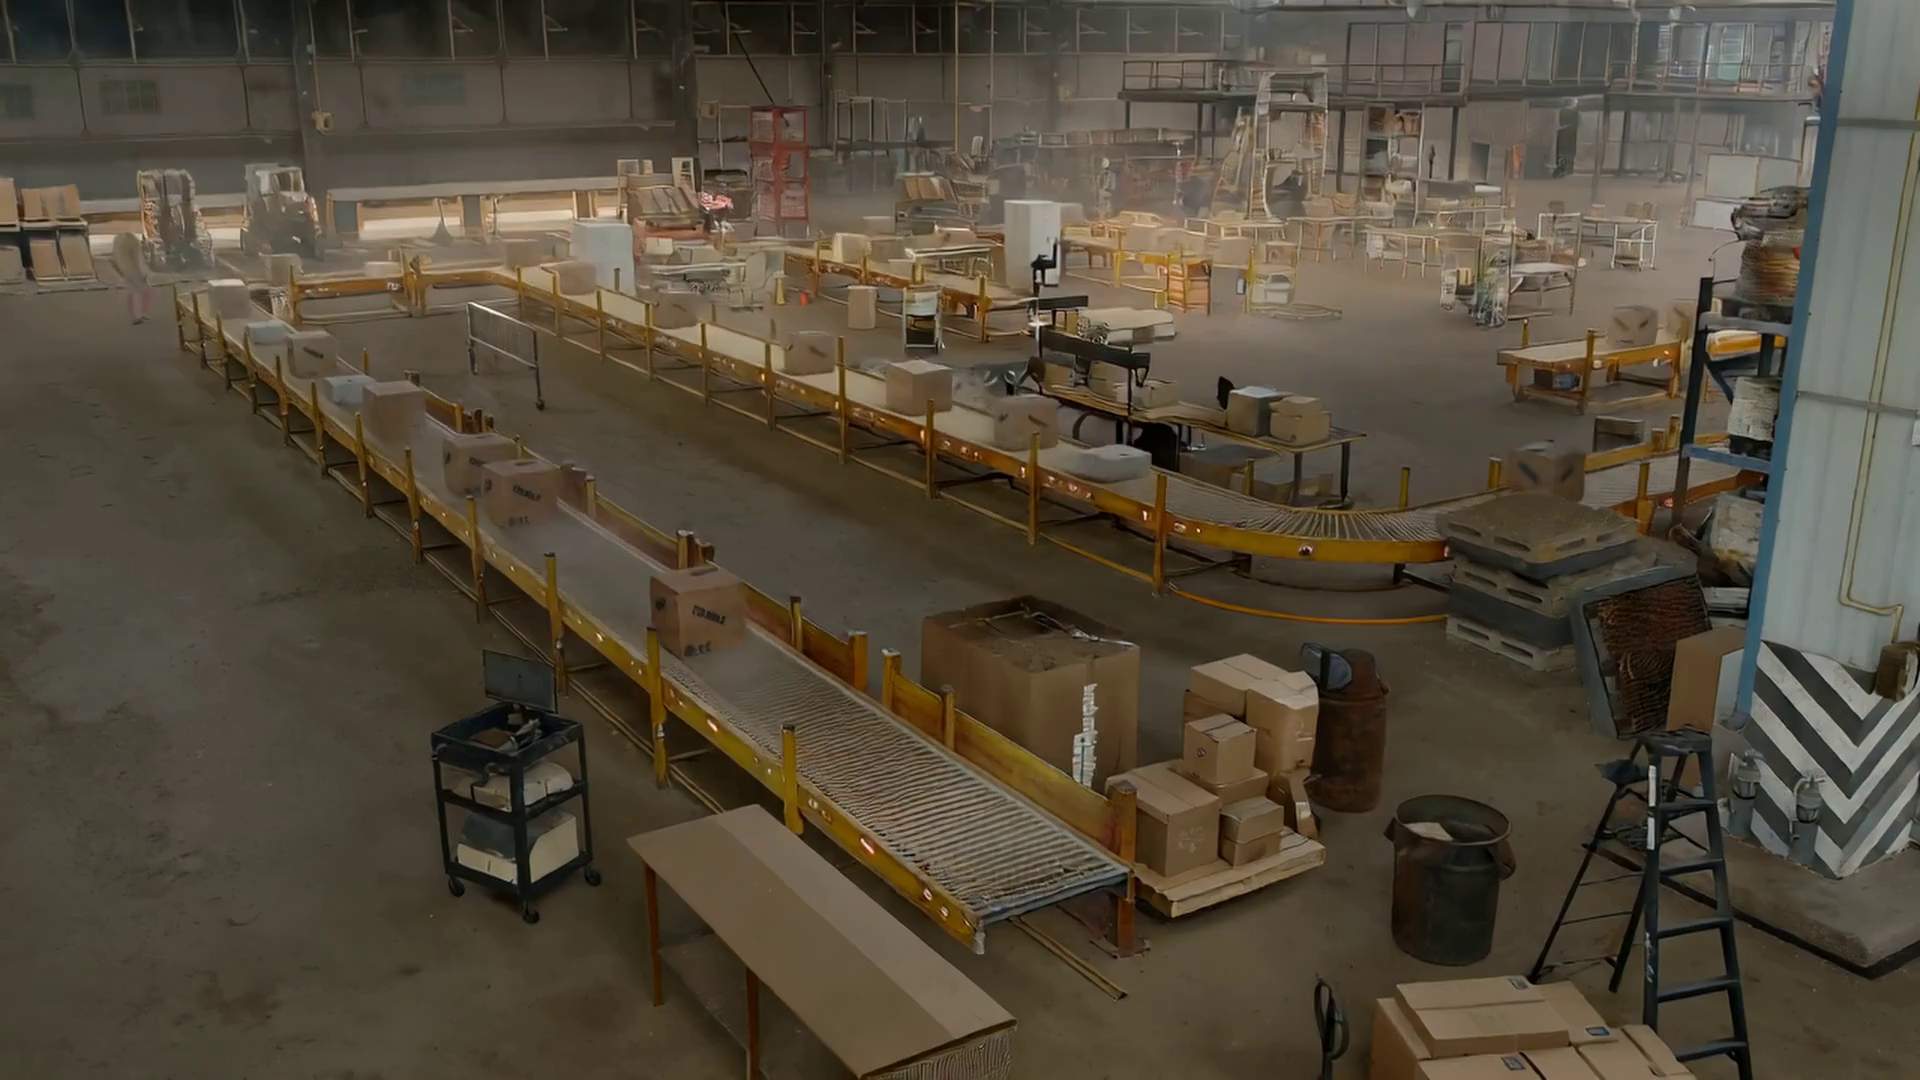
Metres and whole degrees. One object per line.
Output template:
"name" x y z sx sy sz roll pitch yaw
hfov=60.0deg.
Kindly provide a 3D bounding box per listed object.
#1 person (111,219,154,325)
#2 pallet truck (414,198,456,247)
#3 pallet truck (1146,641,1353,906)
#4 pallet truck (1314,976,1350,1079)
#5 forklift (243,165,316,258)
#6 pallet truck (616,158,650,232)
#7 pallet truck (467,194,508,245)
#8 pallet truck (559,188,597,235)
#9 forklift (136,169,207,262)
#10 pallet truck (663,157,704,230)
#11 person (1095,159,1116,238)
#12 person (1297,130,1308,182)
"person" -14.888 -4.834 29.978 0.683 1.890 0.435 6 18 19
"pallet truck" -13.250 -8.060 41.856 0.680 1.201 1.601 -10 20 -31
"pallet truck" 1.664 1.407 10.232 1.630 1.274 0.653 -10 20 -31
"pallet truck" 2.299 2.390 7.086 1.601 1.201 0.680 -2 17 -7
"forklift" -15.898 -7.669 38.708 1.157 1.987 2.680 -11 20 -33
"pallet truck" -8.918 -9.176 44.255 0.823 1.965 1.885 -9 19 -27
"pallet truck" -11.983 -8.177 42.137 0.704 1.261 1.522 -11 20 -33
"pallet truck" -10.010 -8.652 43.699 0.653 1.274 1.630 -10 20 -31
"forklift" -17.842 -7.318 37.559 1.157 1.987 2.680 -10 20 -31
"pallet truck" -7.586 -9.308 44.692 0.823 1.965 1.885 -11 20 -33
"person" 3.743 -8.784 42.871 0.392 2.045 0.608 -11 20 -32
"person" 12.370 -13.850 60.018 0.354 1.879 0.566 10 19 30
